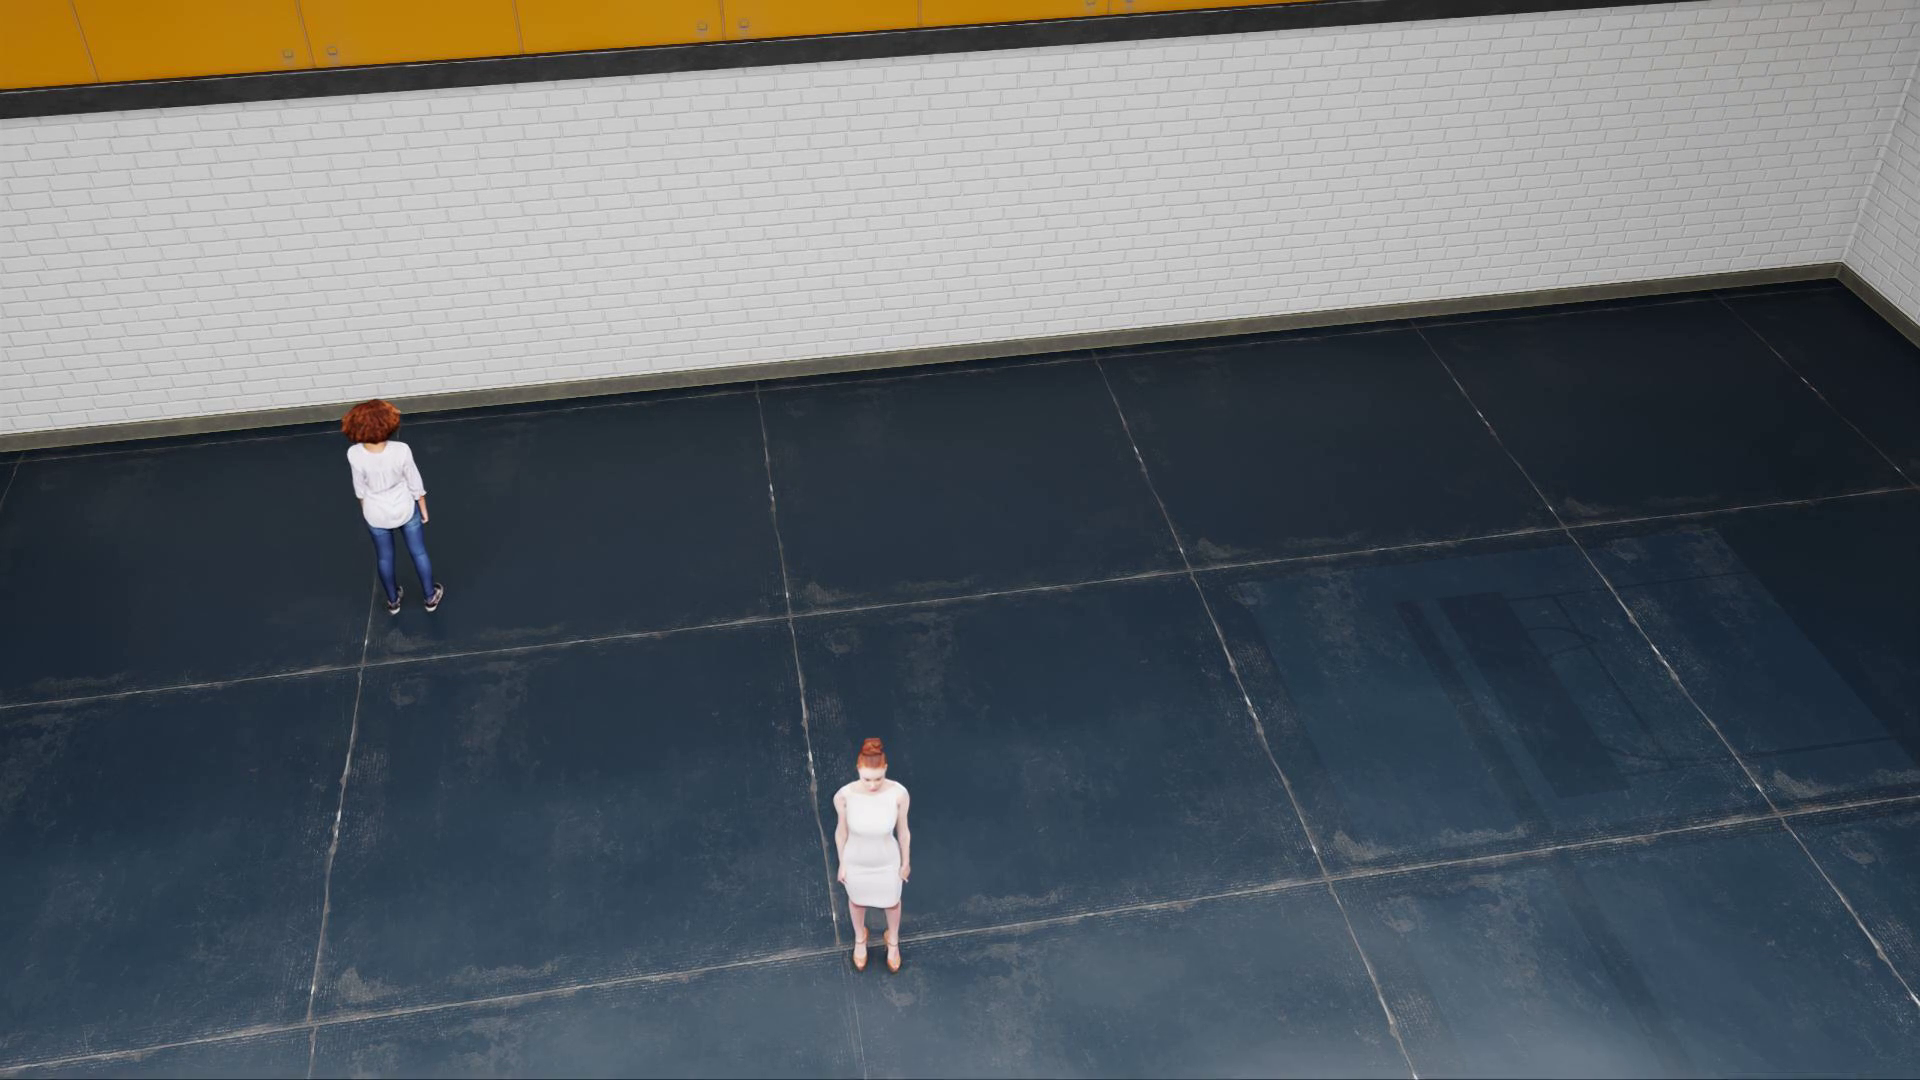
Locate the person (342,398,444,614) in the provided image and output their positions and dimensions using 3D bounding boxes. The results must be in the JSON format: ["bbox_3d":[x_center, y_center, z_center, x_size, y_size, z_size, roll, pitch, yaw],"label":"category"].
[{"bbox_3d":[-3.985,-0.217,11.641,0.612,1.706,0.557,-6,39,-8],"label":"person"}]

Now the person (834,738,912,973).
[{"bbox_3d":[-0.473,1.744,9.115,0.582,1.794,0.529,-1,39,-1],"label":"person"}]
